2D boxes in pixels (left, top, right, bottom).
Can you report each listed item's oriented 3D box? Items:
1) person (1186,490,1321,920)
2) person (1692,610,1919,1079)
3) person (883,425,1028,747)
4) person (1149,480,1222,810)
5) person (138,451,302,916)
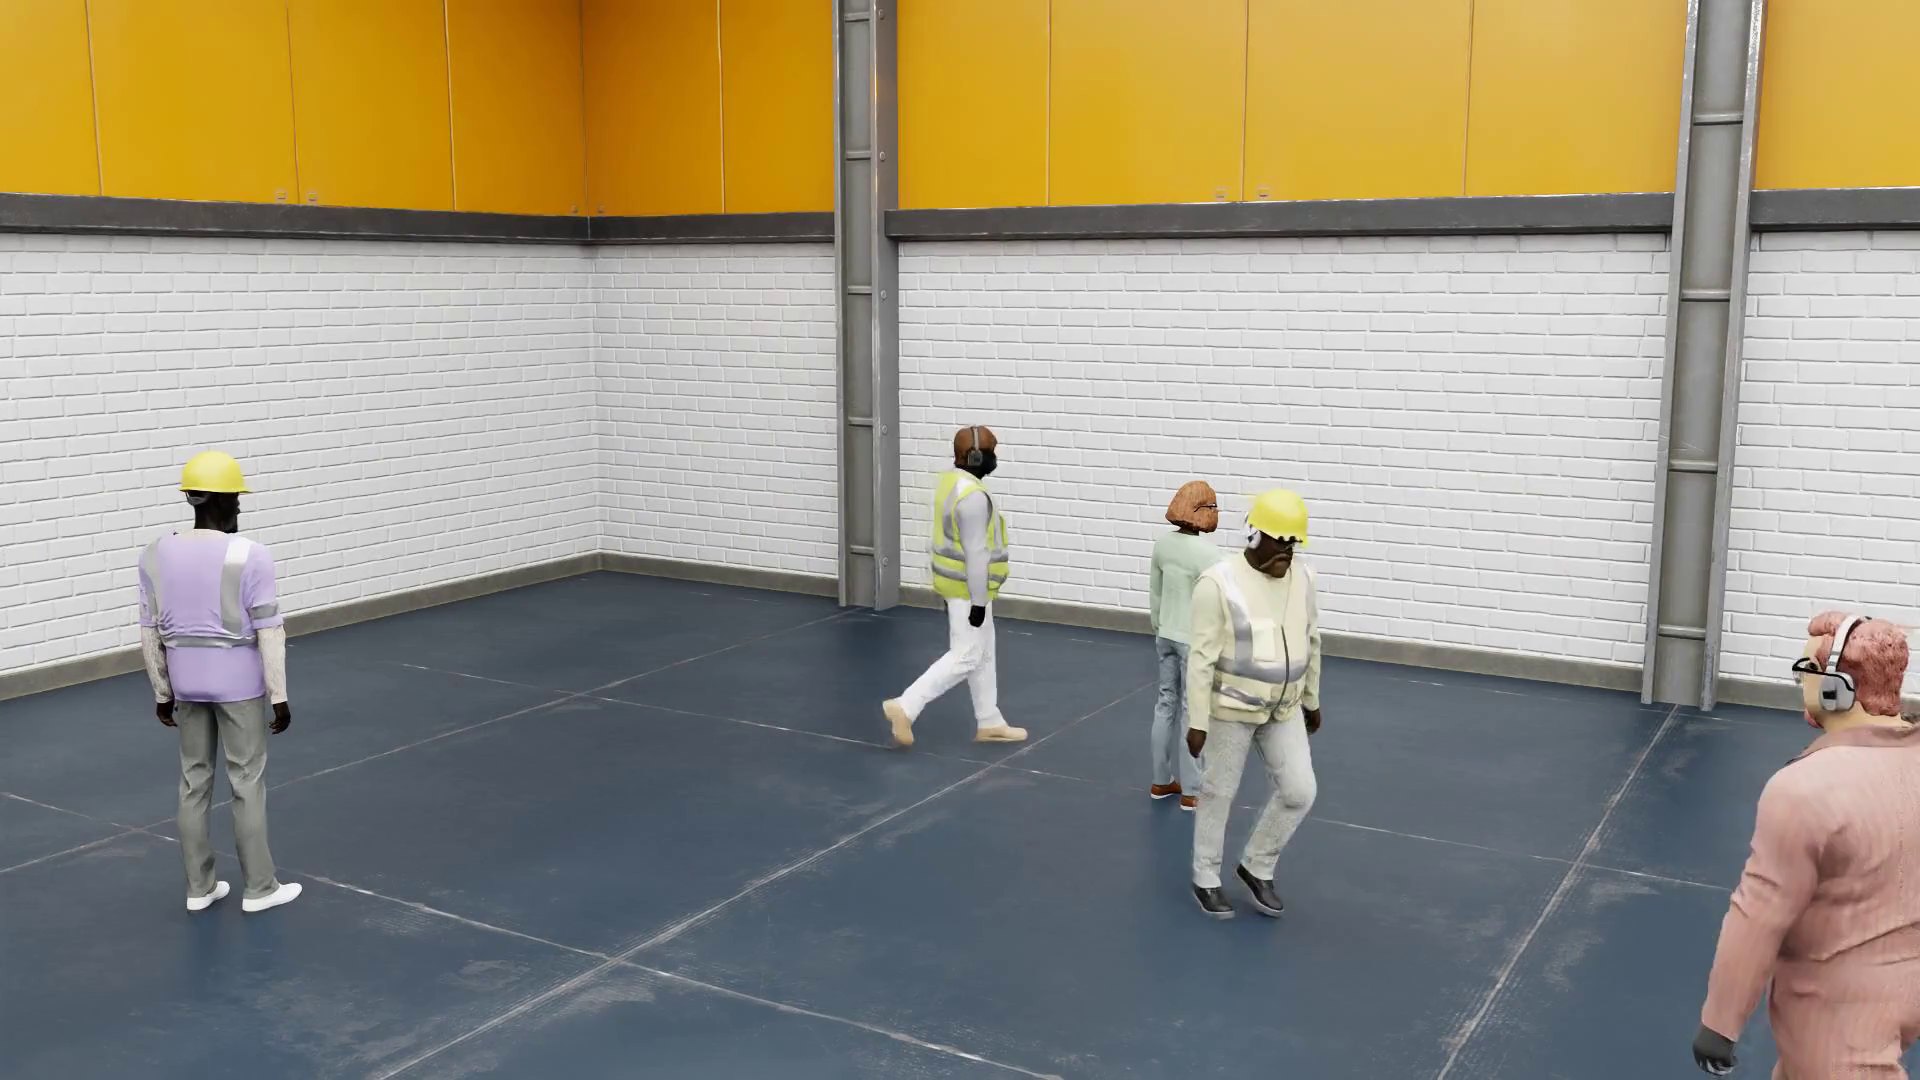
[{"bbox_3d":[1.200,0.674,6.786,0.710,1.788,0.513,-4,10,-26],"label":"person"},{"bbox_3d":[2.101,1.096,3.994,0.657,1.854,1.056,-5,10,-26],"label":"person"},{"bbox_3d":[-0.028,0.271,9.228,0.784,1.824,0.635,-2,9,-10],"label":"person"},{"bbox_3d":[1.136,0.516,8.267,0.267,1.632,0.507,-5,11,-31],"label":"person"},{"bbox_3d":[-3.051,0.594,6.875,0.594,1.922,0.379,1,9,7],"label":"person"}]
